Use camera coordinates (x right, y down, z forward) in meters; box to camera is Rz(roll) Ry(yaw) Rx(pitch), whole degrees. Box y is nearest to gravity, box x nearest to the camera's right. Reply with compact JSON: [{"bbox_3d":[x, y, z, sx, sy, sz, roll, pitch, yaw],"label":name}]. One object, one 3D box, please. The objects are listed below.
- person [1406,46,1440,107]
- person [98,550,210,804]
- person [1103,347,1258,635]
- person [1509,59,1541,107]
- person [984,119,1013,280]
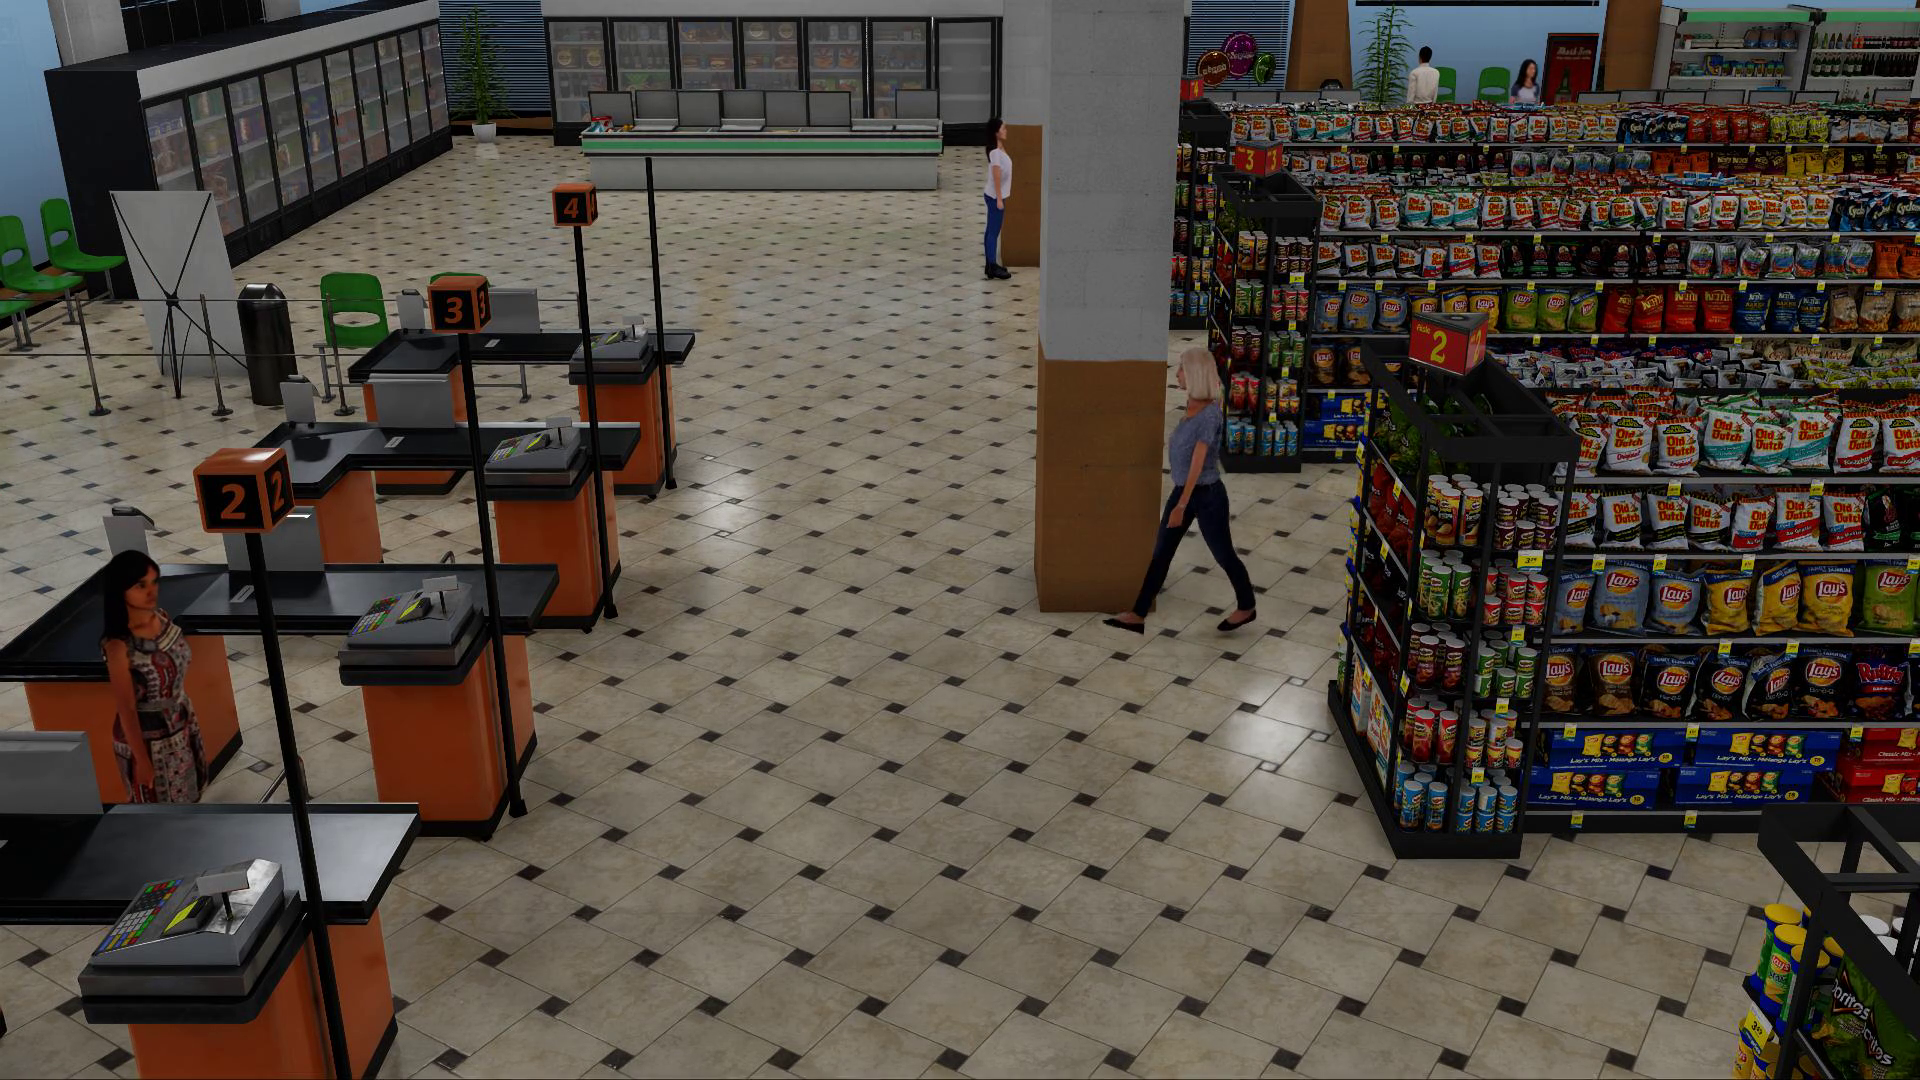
[{"bbox_3d":[6.657,-6.193,24.024,0.604,1.811,0.777,-7,23,-17],"label":"person"},{"bbox_3d":[-3.286,0.812,6.816,0.515,1.643,0.647,0,22,0],"label":"person"},{"bbox_3d":[1.427,-0.214,9.338,1.215,1.666,0.816,-6,23,-15],"label":"person"},{"bbox_3d":[7.887,-5.892,23.472,1.129,1.664,0.955,-9,23,-21],"label":"person"},{"bbox_3d":[0.377,-3.663,17.897,0.535,1.684,0.611,-2,22,-4],"label":"person"}]
